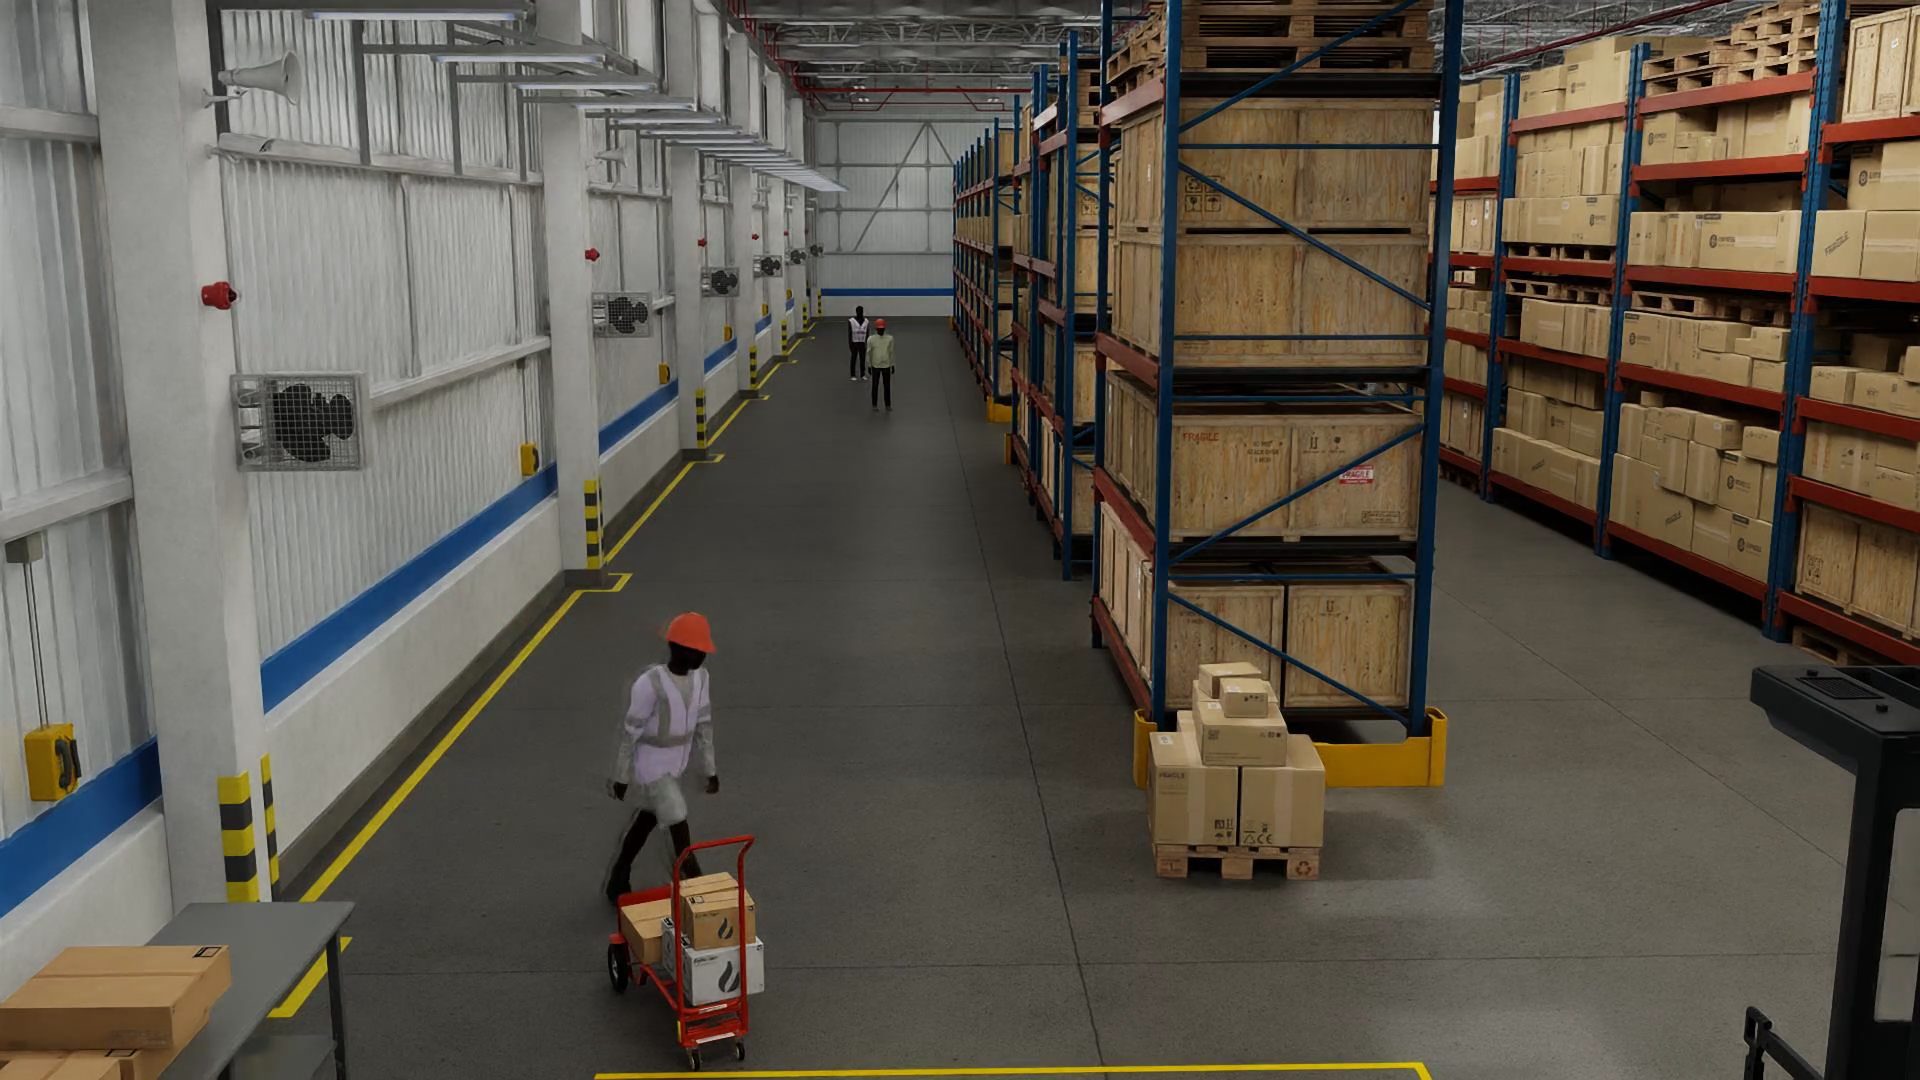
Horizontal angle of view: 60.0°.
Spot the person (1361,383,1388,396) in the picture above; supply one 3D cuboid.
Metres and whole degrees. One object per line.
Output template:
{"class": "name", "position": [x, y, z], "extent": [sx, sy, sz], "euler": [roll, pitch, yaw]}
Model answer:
{"class": "person", "position": [8.231, -3.227, 33.008], "extent": [1.101, 1.976, 0.646], "euler": [-1, 11, -8]}

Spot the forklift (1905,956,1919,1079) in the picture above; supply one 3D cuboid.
{"class": "forklift", "position": [3.157, 1.764, 4.675], "extent": [1.129, 2.768, 1.873], "euler": [0, 11, -2]}

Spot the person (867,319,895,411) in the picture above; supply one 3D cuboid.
{"class": "person", "position": [-1.694, -3.751, 35.701], "extent": [0.613, 1.988, 0.403], "euler": [-3, 11, -14]}

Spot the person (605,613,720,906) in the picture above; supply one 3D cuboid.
{"class": "person", "position": [-1.699, 1.317, 9.698], "extent": [1.075, 1.846, 0.548], "euler": [6, 12, 27]}

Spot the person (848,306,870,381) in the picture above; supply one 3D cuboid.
{"class": "person", "position": [-2.589, -5.036, 42.594], "extent": [0.592, 1.910, 0.386], "euler": [-6, 12, -27]}
